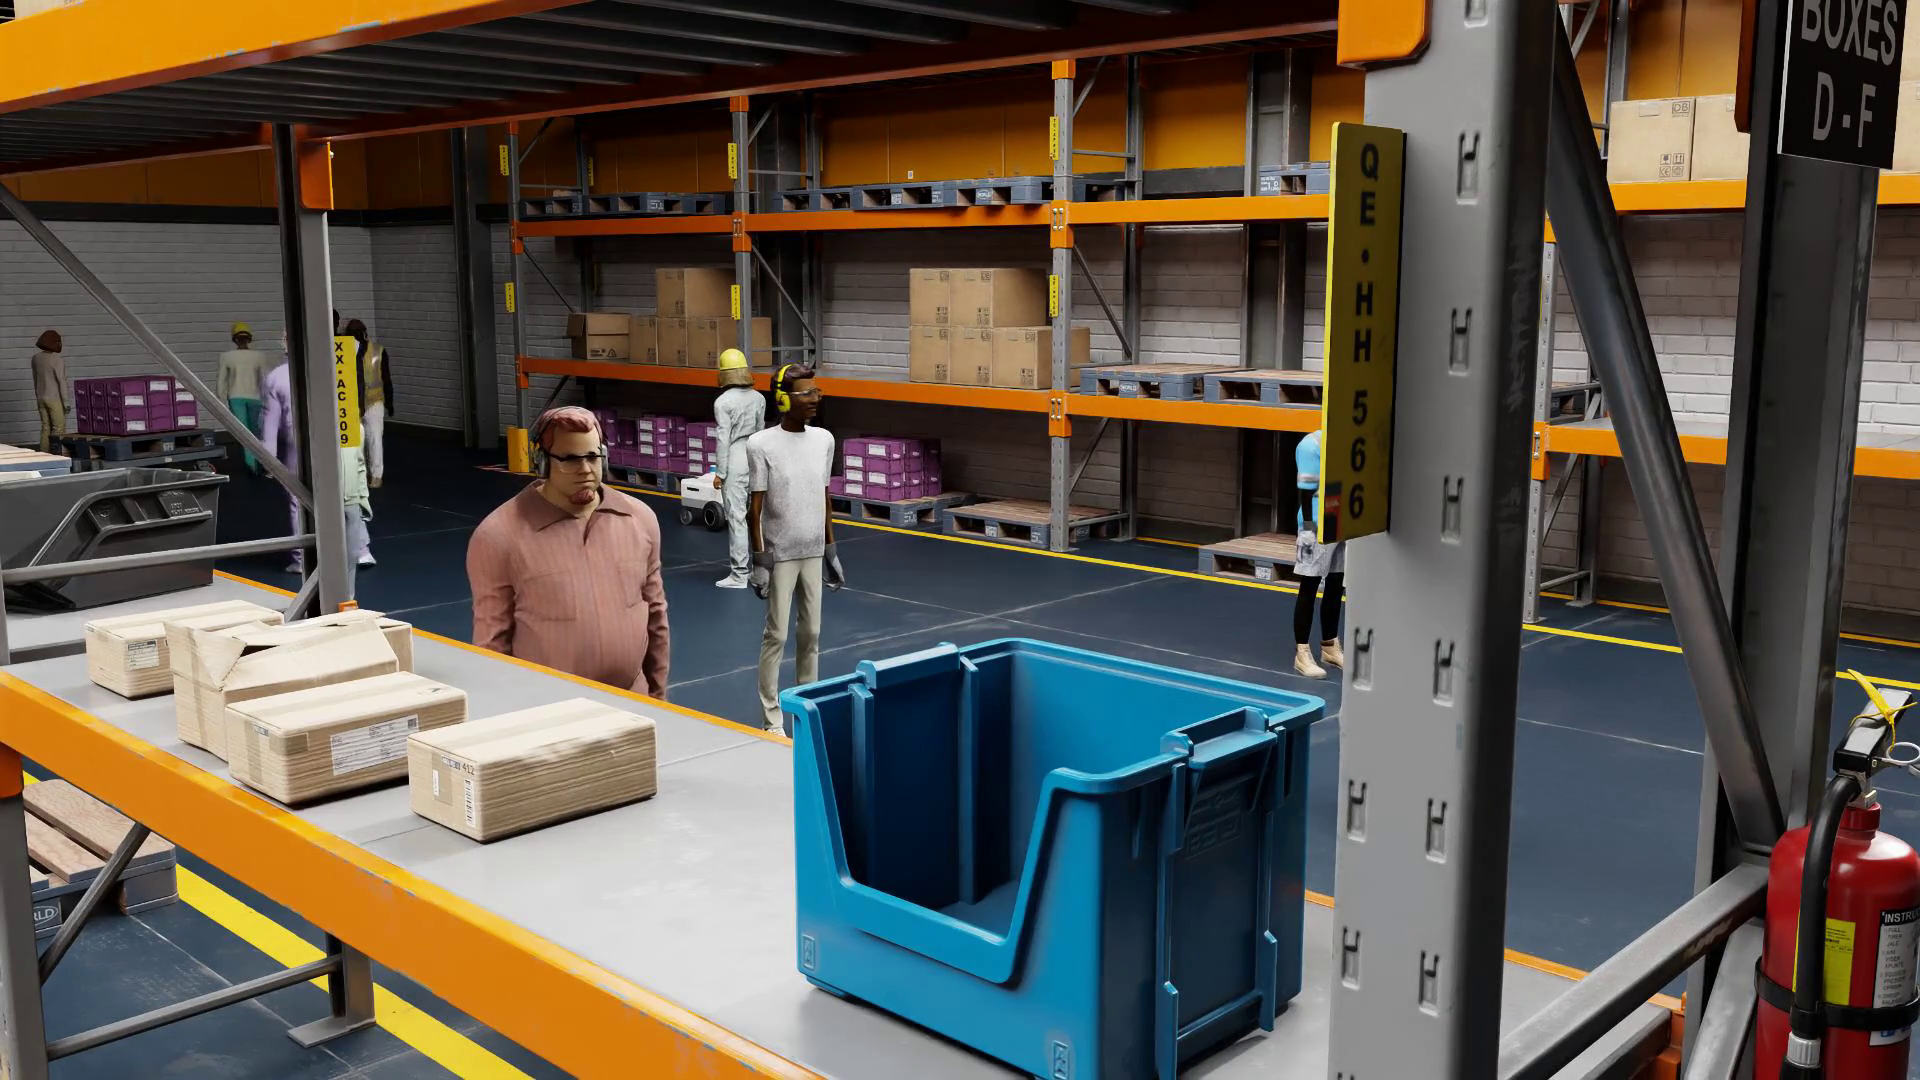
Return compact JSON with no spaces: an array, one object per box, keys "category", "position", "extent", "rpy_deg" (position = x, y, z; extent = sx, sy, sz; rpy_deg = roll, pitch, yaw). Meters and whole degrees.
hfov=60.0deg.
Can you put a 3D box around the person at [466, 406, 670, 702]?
[{"category":"person","position":[-1.185,0.529,5.209],"extent":[0.641,1.900,0.404],"rpy_deg":[-7,12,-38]}]

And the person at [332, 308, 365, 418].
[{"category":"person","position":[-6.514,-1.461,17.349],"extent":[0.597,1.916,0.371],"rpy_deg":[-2,9,-10]}]

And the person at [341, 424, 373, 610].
[{"category":"person","position":[-3.942,-0.205,10.512],"extent":[0.269,1.632,0.504],"rpy_deg":[6,11,31]}]

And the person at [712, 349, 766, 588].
[{"category":"person","position":[-1.617,-0.517,12.114],"extent":[0.312,1.738,0.483],"rpy_deg":[7,12,36]}]

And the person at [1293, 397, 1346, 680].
[{"category":"person","position":[2.115,-0.055,9.476],"extent":[0.534,1.672,0.322],"rpy_deg":[-7,11,-36]}]

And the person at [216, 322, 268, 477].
[{"category":"person","position":[-8.032,-1.579,18.672],"extent":[0.533,1.725,0.895],"rpy_deg":[-7,12,-38]}]

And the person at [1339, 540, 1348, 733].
[{"category":"person","position":[1.769,0.239,6.860],"extent":[0.362,1.939,0.636],"rpy_deg":[0,9,-2]}]

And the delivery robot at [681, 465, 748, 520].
[{"category":"delivery robot","position":[-2.185,-0.429,14.900],"extent":[0.477,0.478,0.707],"rpy_deg":[-9,13,-44]}]

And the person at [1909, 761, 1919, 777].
[{"category":"person","position":[4.572,0.188,7.537],"extent":[0.404,1.826,0.590],"rpy_deg":[9,13,43]}]

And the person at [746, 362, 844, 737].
[{"category":"person","position":[-0.784,0.083,8.009],"extent":[0.518,1.877,0.326],"rpy_deg":[-8,12,-42]}]

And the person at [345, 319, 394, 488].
[{"category":"person","position":[-6.406,-1.462,17.787],"extent":[0.647,1.792,0.864],"rpy_deg":[-3,10,-16]}]

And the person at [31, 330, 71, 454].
[{"category":"person","position":[-10.307,-1.568,18.905],"extent":[0.510,1.623,0.295],"rpy_deg":[4,10,24]}]

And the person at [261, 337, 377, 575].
[{"category":"person","position":[-4.855,-0.666,12.588],"extent":[0.800,1.885,0.530],"rpy_deg":[-5,11,-29]}]
